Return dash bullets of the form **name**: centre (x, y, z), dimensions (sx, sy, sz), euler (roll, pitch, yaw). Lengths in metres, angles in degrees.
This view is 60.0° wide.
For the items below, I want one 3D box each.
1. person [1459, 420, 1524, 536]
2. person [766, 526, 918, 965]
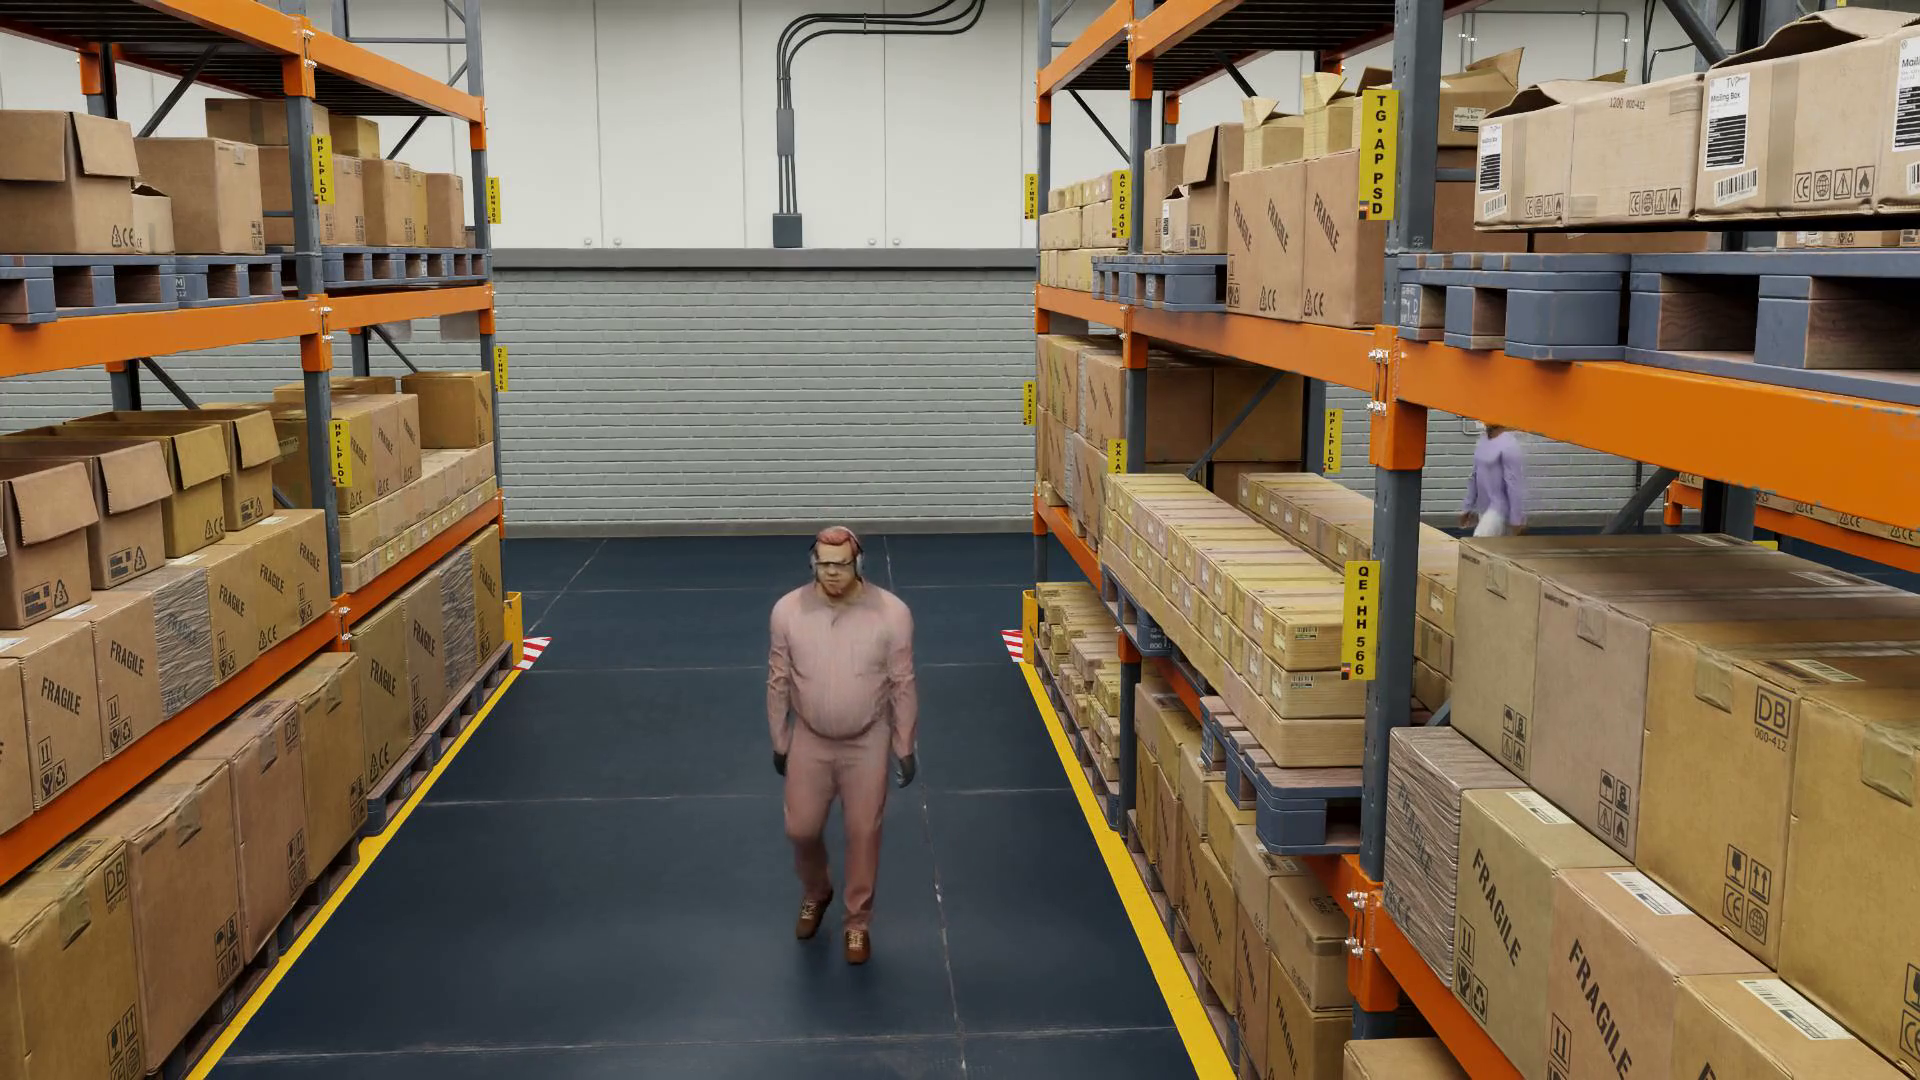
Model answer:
- **person**: centre (4.324, -0.214, 13.667), dimensions (1.035, 1.879, 0.655), euler (-1, 10, -3)
- **person**: centre (-0.513, 0.874, 7.220), dimensions (0.671, 1.896, 0.437), euler (0, 10, 2)
